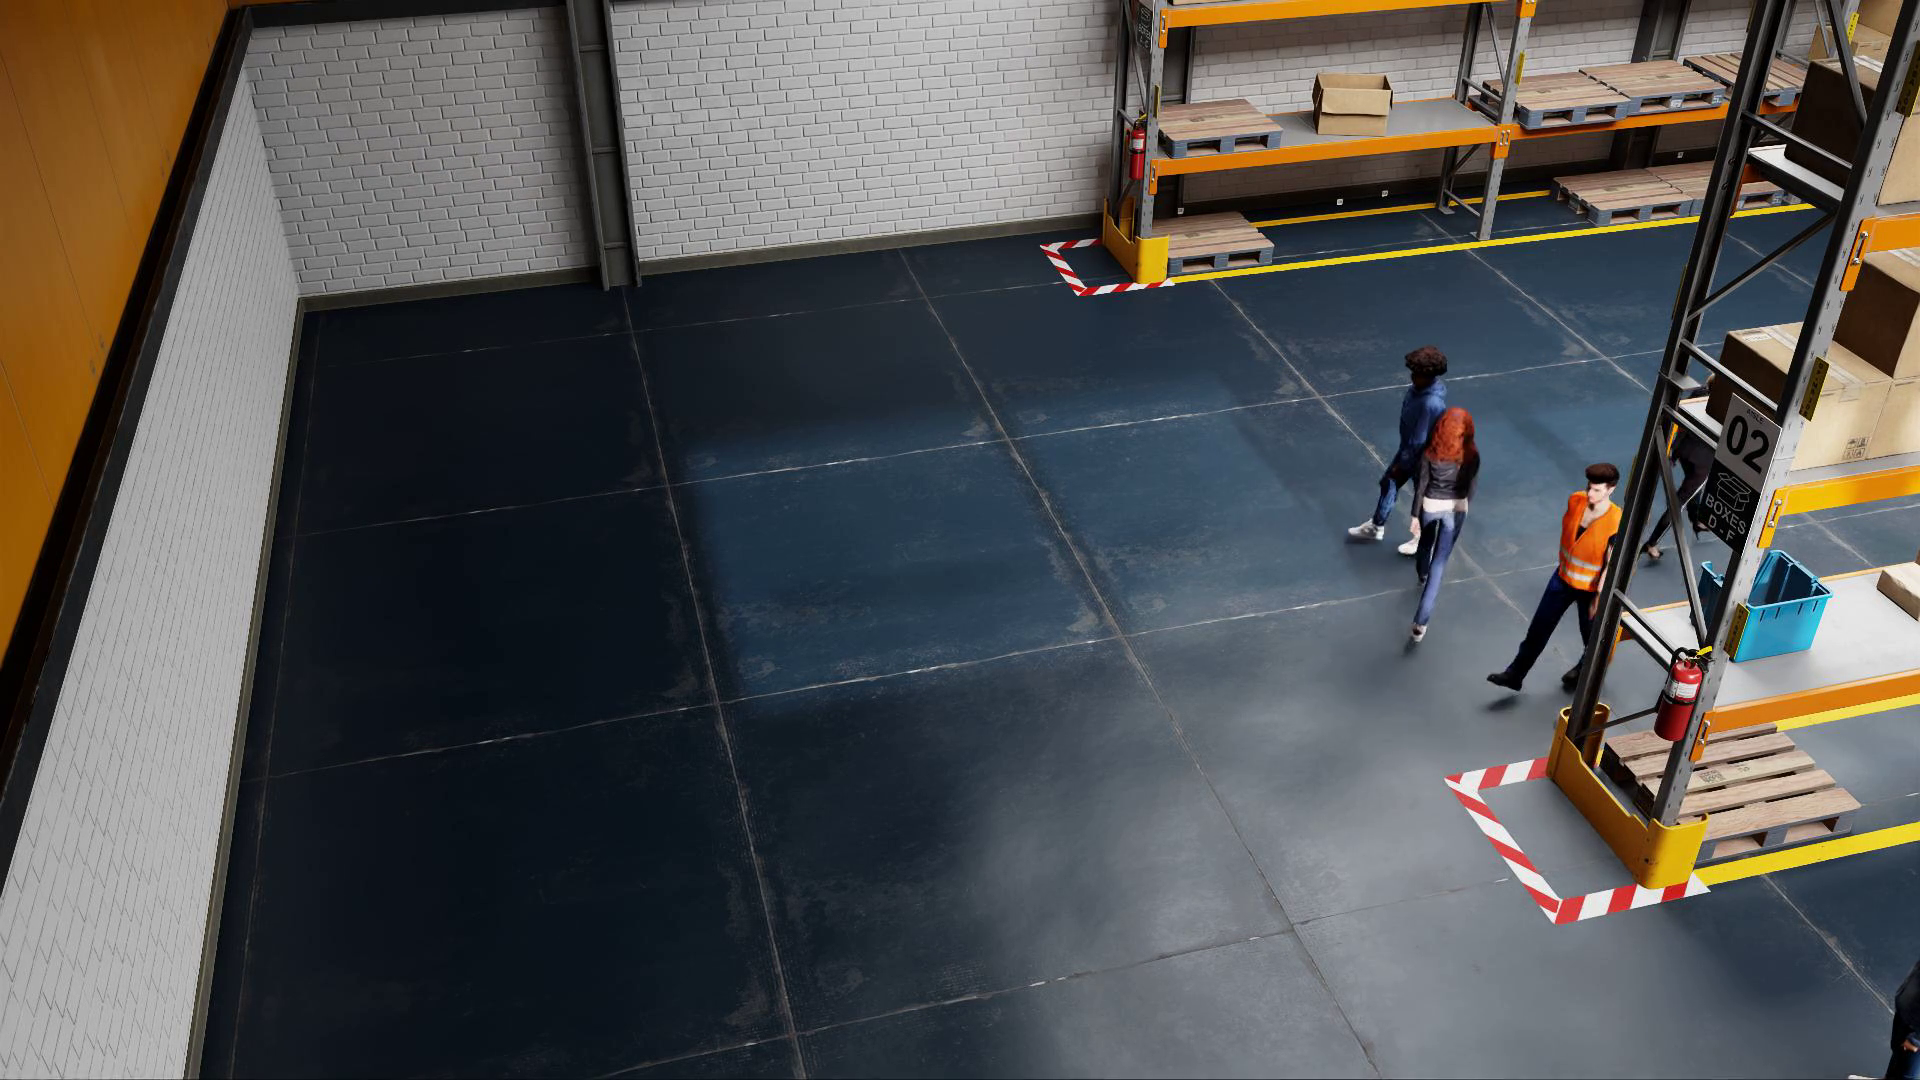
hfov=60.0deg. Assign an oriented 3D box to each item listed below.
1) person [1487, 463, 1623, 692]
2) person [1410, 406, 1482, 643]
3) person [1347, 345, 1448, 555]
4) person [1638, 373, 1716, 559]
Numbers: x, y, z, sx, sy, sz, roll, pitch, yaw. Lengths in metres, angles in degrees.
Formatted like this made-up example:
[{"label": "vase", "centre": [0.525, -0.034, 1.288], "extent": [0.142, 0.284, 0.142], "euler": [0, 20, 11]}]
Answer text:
[{"label": "person", "centre": [4.311, 0.259, 11.315], "extent": [1.230, 1.838, 0.894], "euler": [-16, 37, -23]}, {"label": "person", "centre": [3.444, -0.085, 11.930], "extent": [1.238, 1.729, 1.175], "euler": [12, 36, 18]}, {"label": "person", "centre": [3.606, -0.667, 12.758], "extent": [0.939, 1.782, 0.790], "euler": [-2, 34, -2]}, {"label": "person", "centre": [5.564, -0.554, 12.703], "extent": [1.086, 1.654, 0.728], "euler": [-13, 36, -19]}]
